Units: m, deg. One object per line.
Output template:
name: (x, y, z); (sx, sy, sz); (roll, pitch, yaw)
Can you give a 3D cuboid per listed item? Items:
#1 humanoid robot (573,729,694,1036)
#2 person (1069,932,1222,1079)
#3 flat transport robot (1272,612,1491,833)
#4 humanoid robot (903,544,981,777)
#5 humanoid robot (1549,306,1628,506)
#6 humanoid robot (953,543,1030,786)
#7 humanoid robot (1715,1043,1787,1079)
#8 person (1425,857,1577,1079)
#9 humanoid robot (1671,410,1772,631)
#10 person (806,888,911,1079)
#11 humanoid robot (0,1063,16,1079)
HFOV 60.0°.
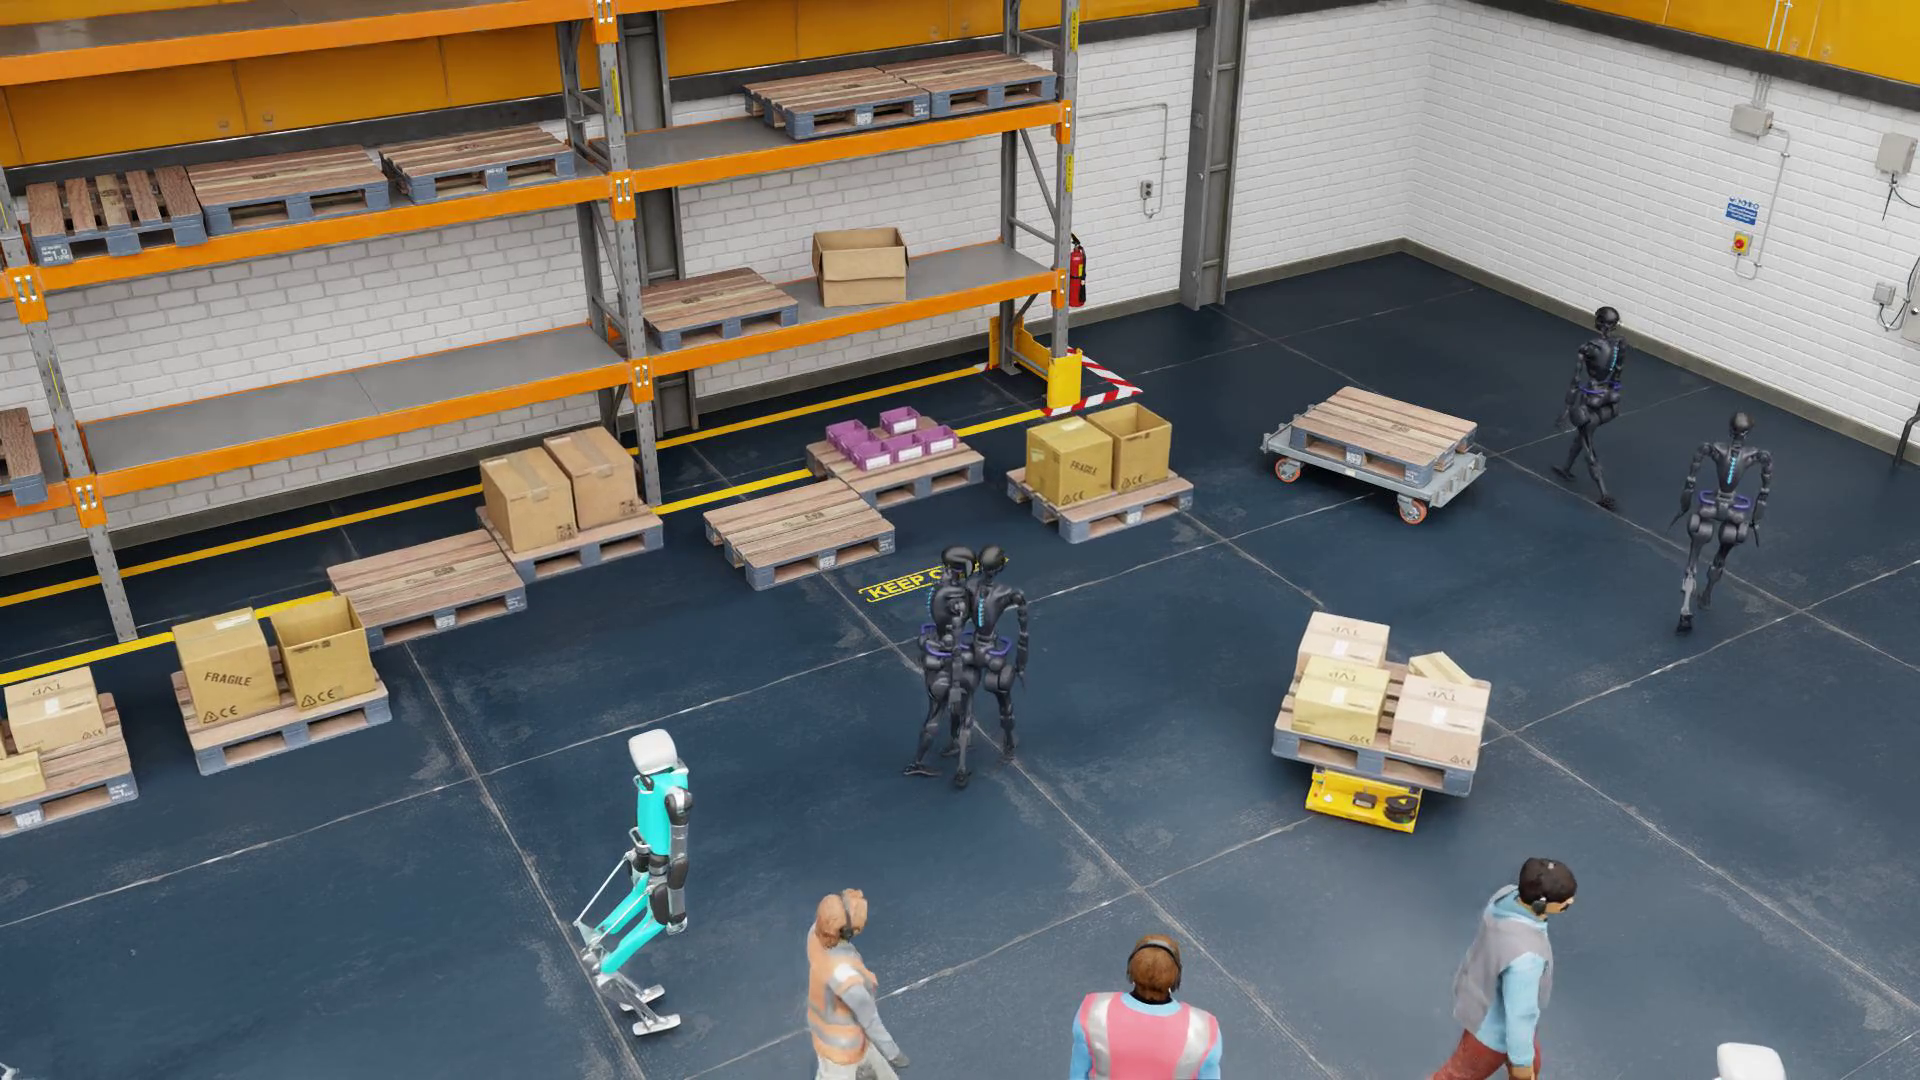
humanoid robot: (-1.663, 1.756, 8.276); (0.746, 1.693, 0.531); (-16, 33, -26)
person: (0.780, 2.425, 7.096); (0.633, 1.834, 0.430); (6, 30, 11)
flat transport robot: (2.680, 1.320, 10.637); (0.659, 0.231, 1.431); (11, 31, 19)
humanoid robot: (-0.093, 0.733, 10.257); (0.580, 1.631, 0.596); (-6, 30, -10)
humanoid robot: (5.203, -1.098, 13.566); (0.602, 1.640, 0.821); (-14, 32, -23)
humanoid robot: (0.145, 0.719, 10.299); (0.599, 1.642, 0.616); (9, 31, 15)
humanoid robot: (2.993, 2.649, 6.879); (0.530, 1.862, 0.731); (1, 29, 2)
person: (2.455, 2.164, 7.568); (1.008, 1.822, 0.536); (6, 30, 11)
humanoid robot: (5.404, -0.142, 11.829); (0.600, 1.637, 0.680); (13, 32, 21)
person: (-0.456, 2.254, 7.630); (0.828, 1.596, 0.524); (-10, 31, -16)
humanoid robot: (-4.403, 2.335, 7.363); (0.958, 1.731, 0.560); (-21, 36, -32)
